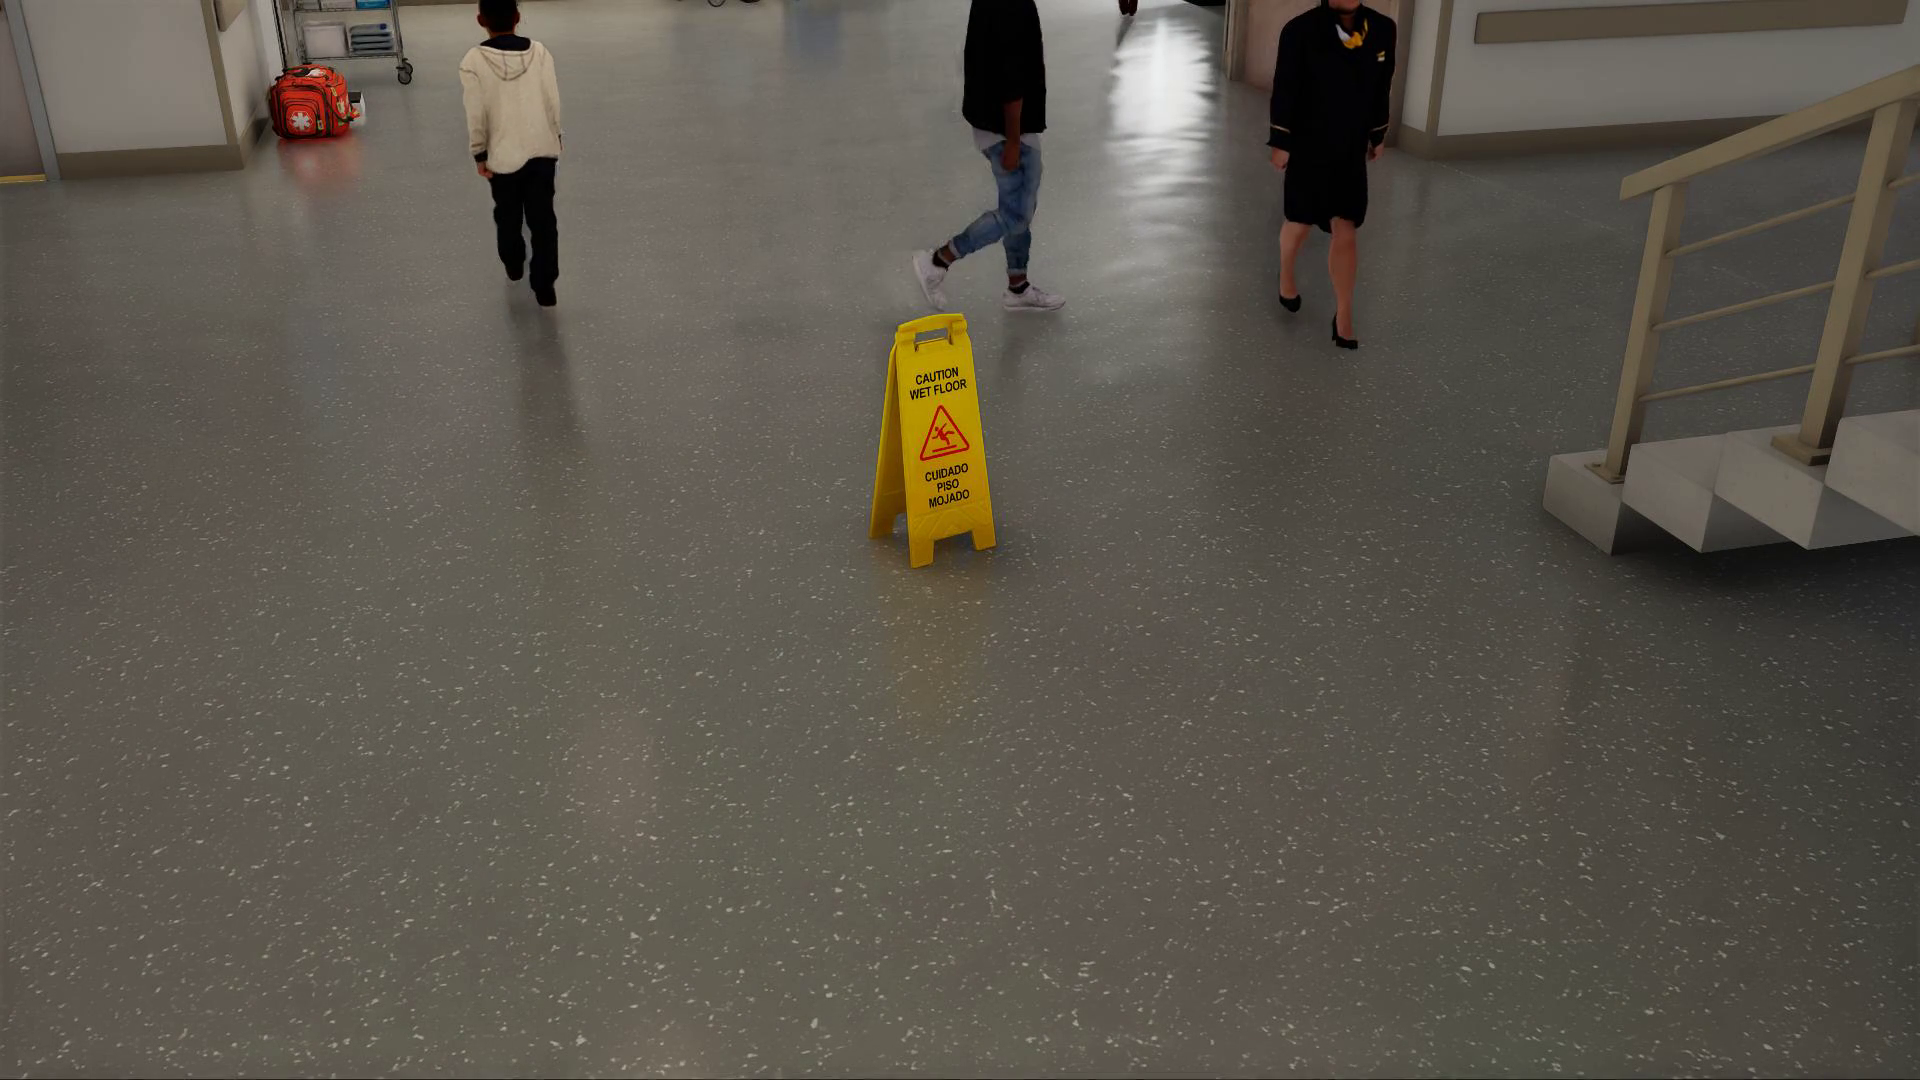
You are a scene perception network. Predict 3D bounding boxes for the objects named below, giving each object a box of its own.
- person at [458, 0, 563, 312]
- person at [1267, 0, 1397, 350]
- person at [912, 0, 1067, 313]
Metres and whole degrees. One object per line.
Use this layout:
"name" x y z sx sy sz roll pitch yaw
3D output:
"person" -1.988 -1.738 7.558 0.581 1.420 0.918 -7 27 -14
"person" 1.575 -1.701 7.241 0.825 1.629 1.113 -2 26 -5
"person" 0.125 -1.848 7.356 0.827 1.793 0.941 -4 26 -7
